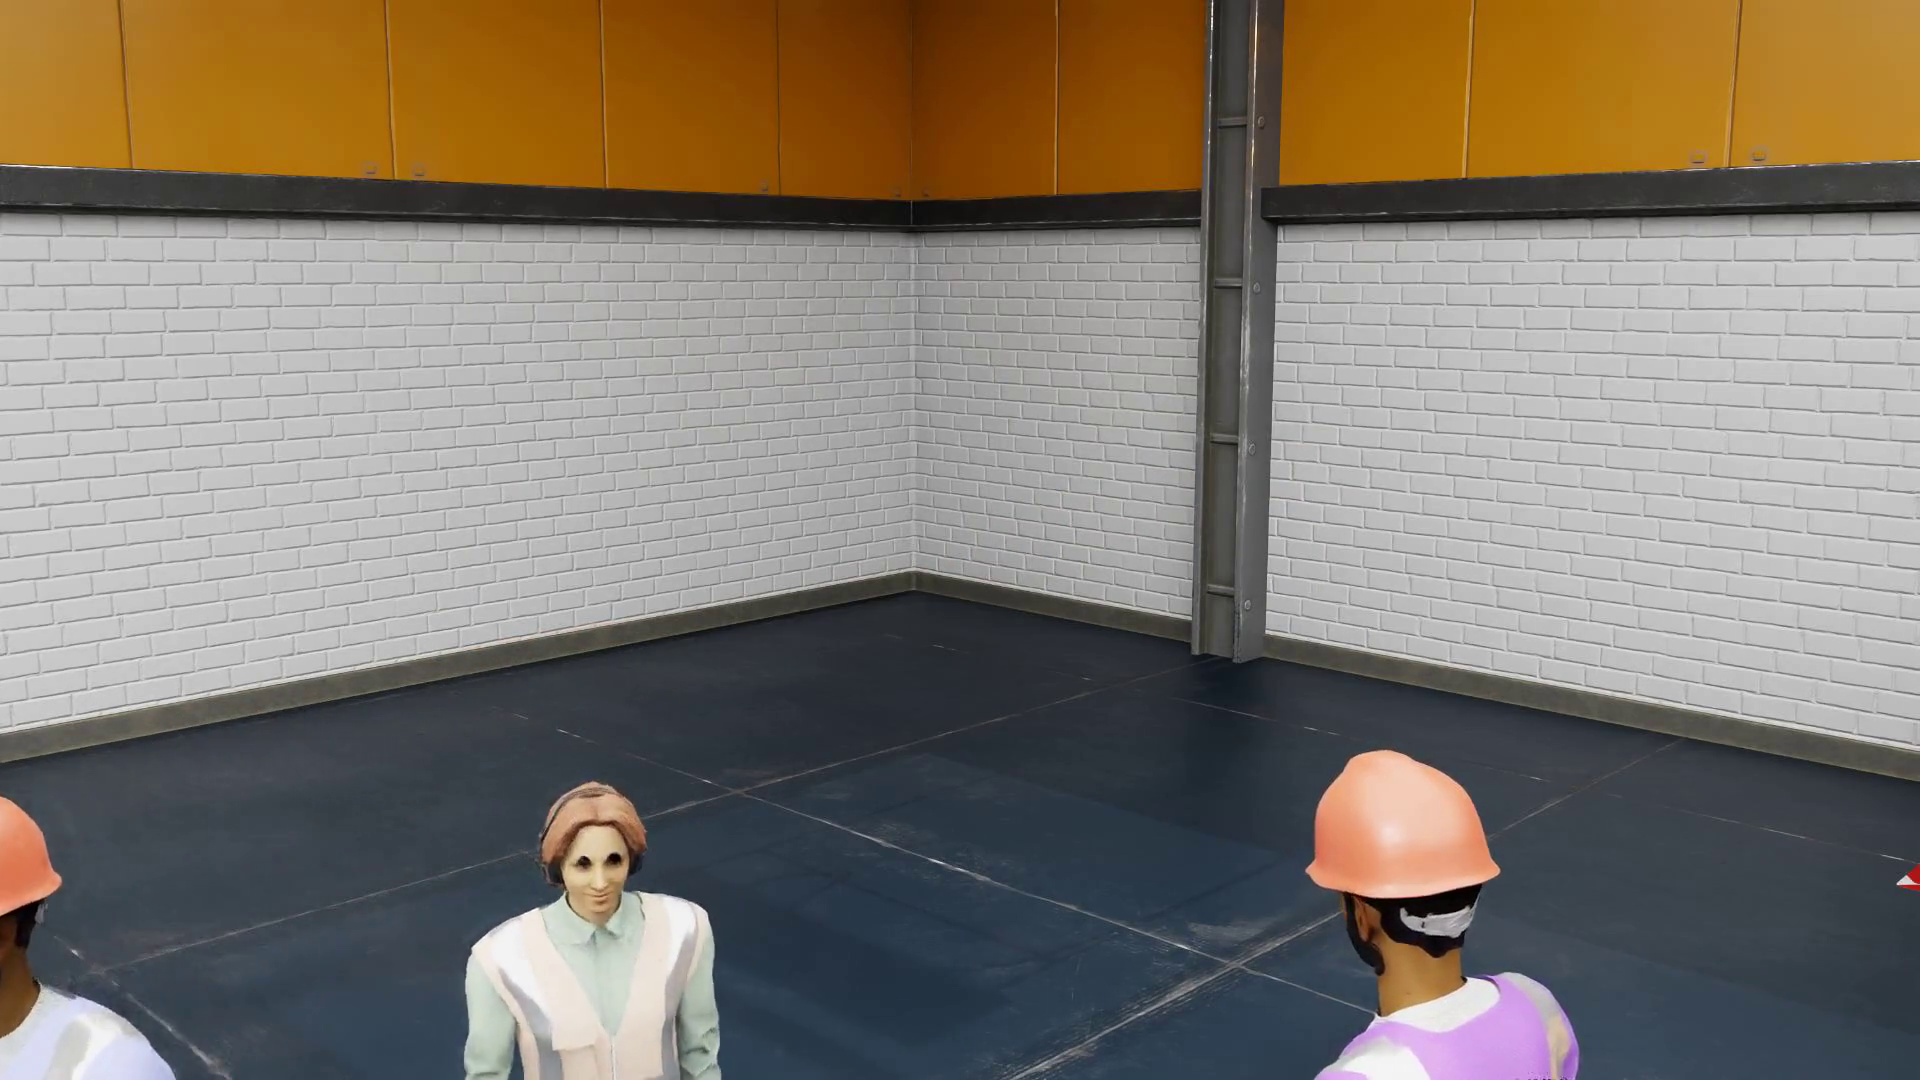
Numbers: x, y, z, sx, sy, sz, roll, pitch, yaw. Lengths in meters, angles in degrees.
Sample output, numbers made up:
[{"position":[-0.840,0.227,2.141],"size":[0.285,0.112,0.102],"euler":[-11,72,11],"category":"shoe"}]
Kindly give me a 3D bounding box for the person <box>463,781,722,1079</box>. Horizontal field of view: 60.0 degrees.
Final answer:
[{"position":[-0.760,1.259,3.404],"size":[0.520,1.617,0.631],"euler":[-4,10,-26],"category":"person"}]

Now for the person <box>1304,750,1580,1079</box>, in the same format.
[{"position":[0.637,1.258,2.438],"size":[0.542,1.931,0.376],"euler":[-8,12,-41],"category":"person"}]

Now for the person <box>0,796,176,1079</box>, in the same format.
[{"position":[-1.432,1.282,2.423],"size":[0.565,1.880,0.997],"euler":[5,11,30],"category":"person"}]
